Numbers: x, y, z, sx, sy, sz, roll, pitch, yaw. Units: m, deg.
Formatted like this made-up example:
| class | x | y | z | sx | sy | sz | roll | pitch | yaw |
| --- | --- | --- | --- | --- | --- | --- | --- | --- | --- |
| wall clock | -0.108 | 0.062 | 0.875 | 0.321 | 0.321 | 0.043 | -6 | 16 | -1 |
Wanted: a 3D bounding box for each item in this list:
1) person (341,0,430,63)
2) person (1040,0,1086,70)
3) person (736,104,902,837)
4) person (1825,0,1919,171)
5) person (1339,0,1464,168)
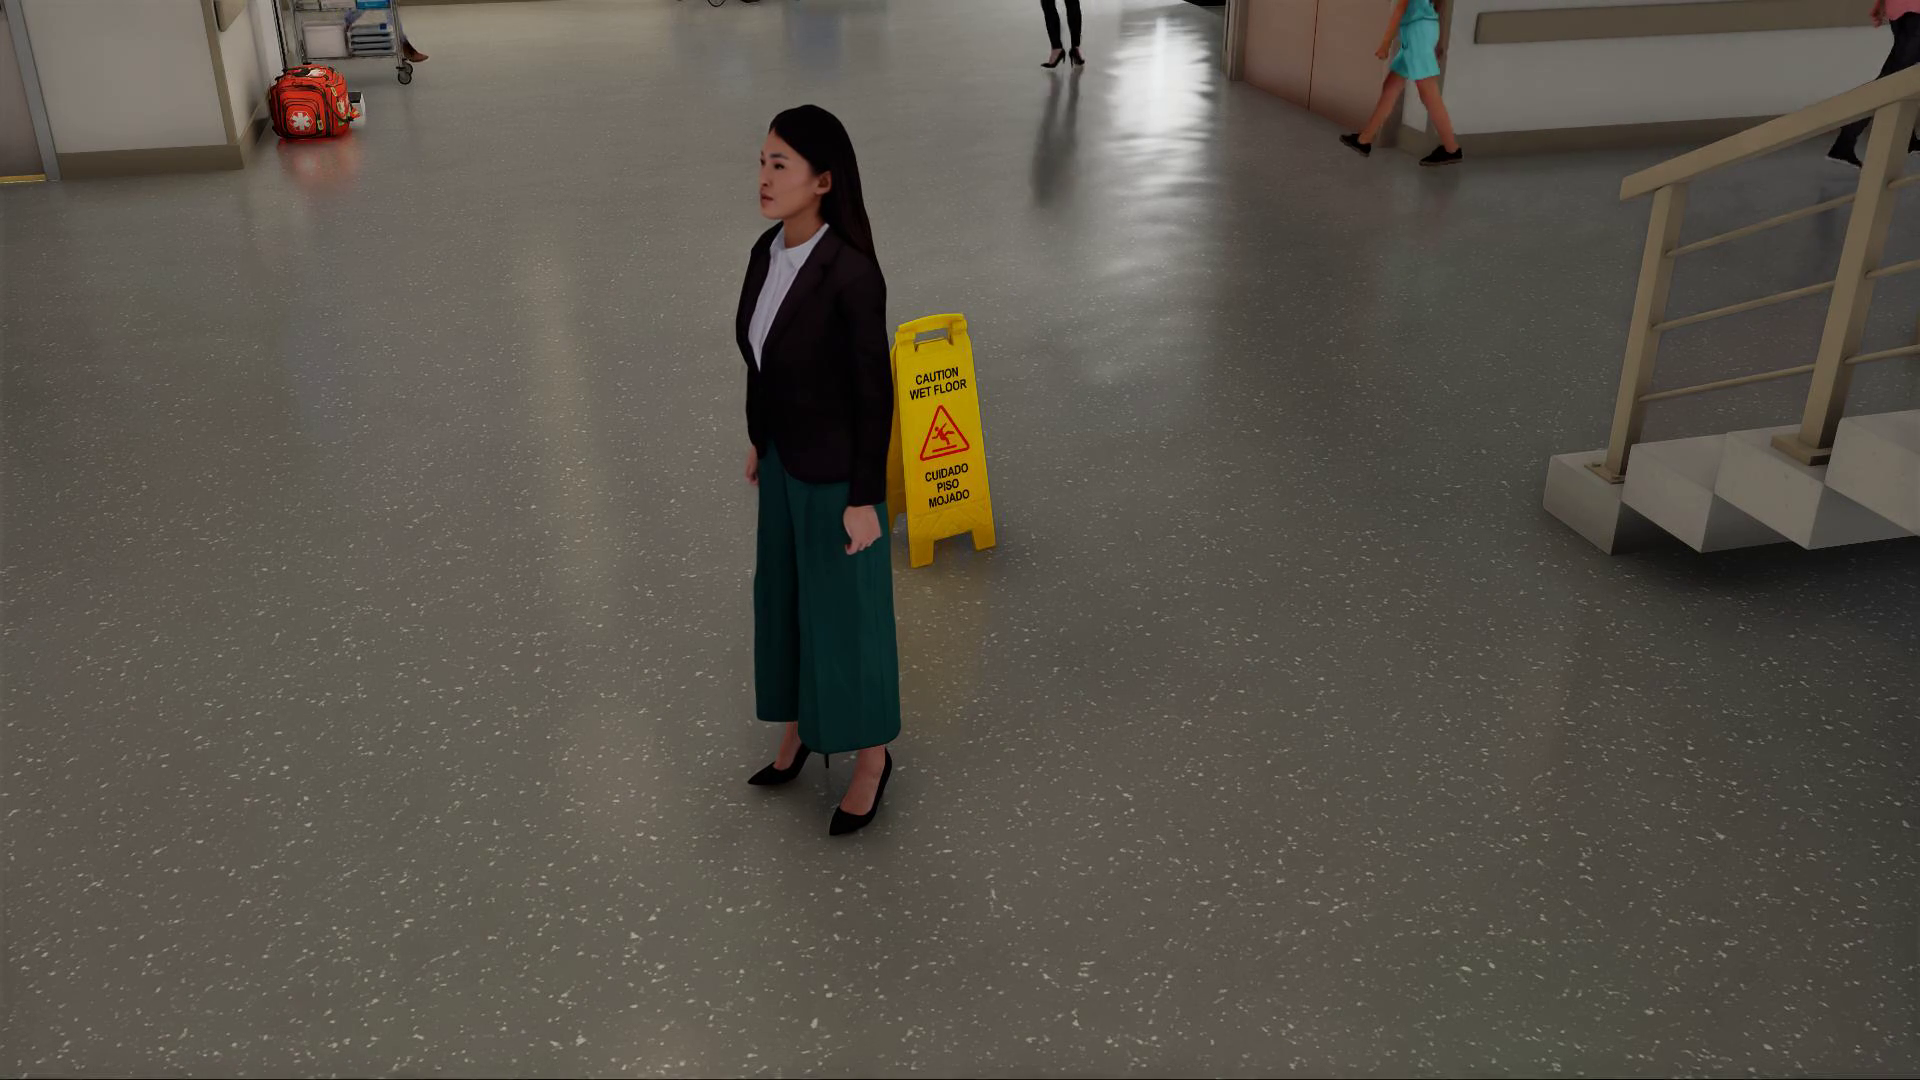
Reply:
| class | x | y | z | sx | sy | sz | roll | pitch | yaw |
| --- | --- | --- | --- | --- | --- | --- | --- | --- | --- |
| person | -4.830 | -4.766 | 13.399 | 1.085 | 1.800 | 1.204 | 4 | 26 | 9 |
| person | 0.850 | -4.642 | 13.259 | 0.726 | 1.698 | 0.680 | -14 | 29 | -27 |
| person | -0.329 | -0.127 | 3.851 | 0.762 | 1.738 | 0.629 | -23 | 34 | -39 |
| person | 5.615 | -3.130 | 9.885 | 0.805 | 1.906 | 1.211 | -11 | 28 | -21 |
| person | 2.844 | -3.012 | 10.095 | 1.178 | 1.511 | 1.032 | 18 | 31 | 33 |
